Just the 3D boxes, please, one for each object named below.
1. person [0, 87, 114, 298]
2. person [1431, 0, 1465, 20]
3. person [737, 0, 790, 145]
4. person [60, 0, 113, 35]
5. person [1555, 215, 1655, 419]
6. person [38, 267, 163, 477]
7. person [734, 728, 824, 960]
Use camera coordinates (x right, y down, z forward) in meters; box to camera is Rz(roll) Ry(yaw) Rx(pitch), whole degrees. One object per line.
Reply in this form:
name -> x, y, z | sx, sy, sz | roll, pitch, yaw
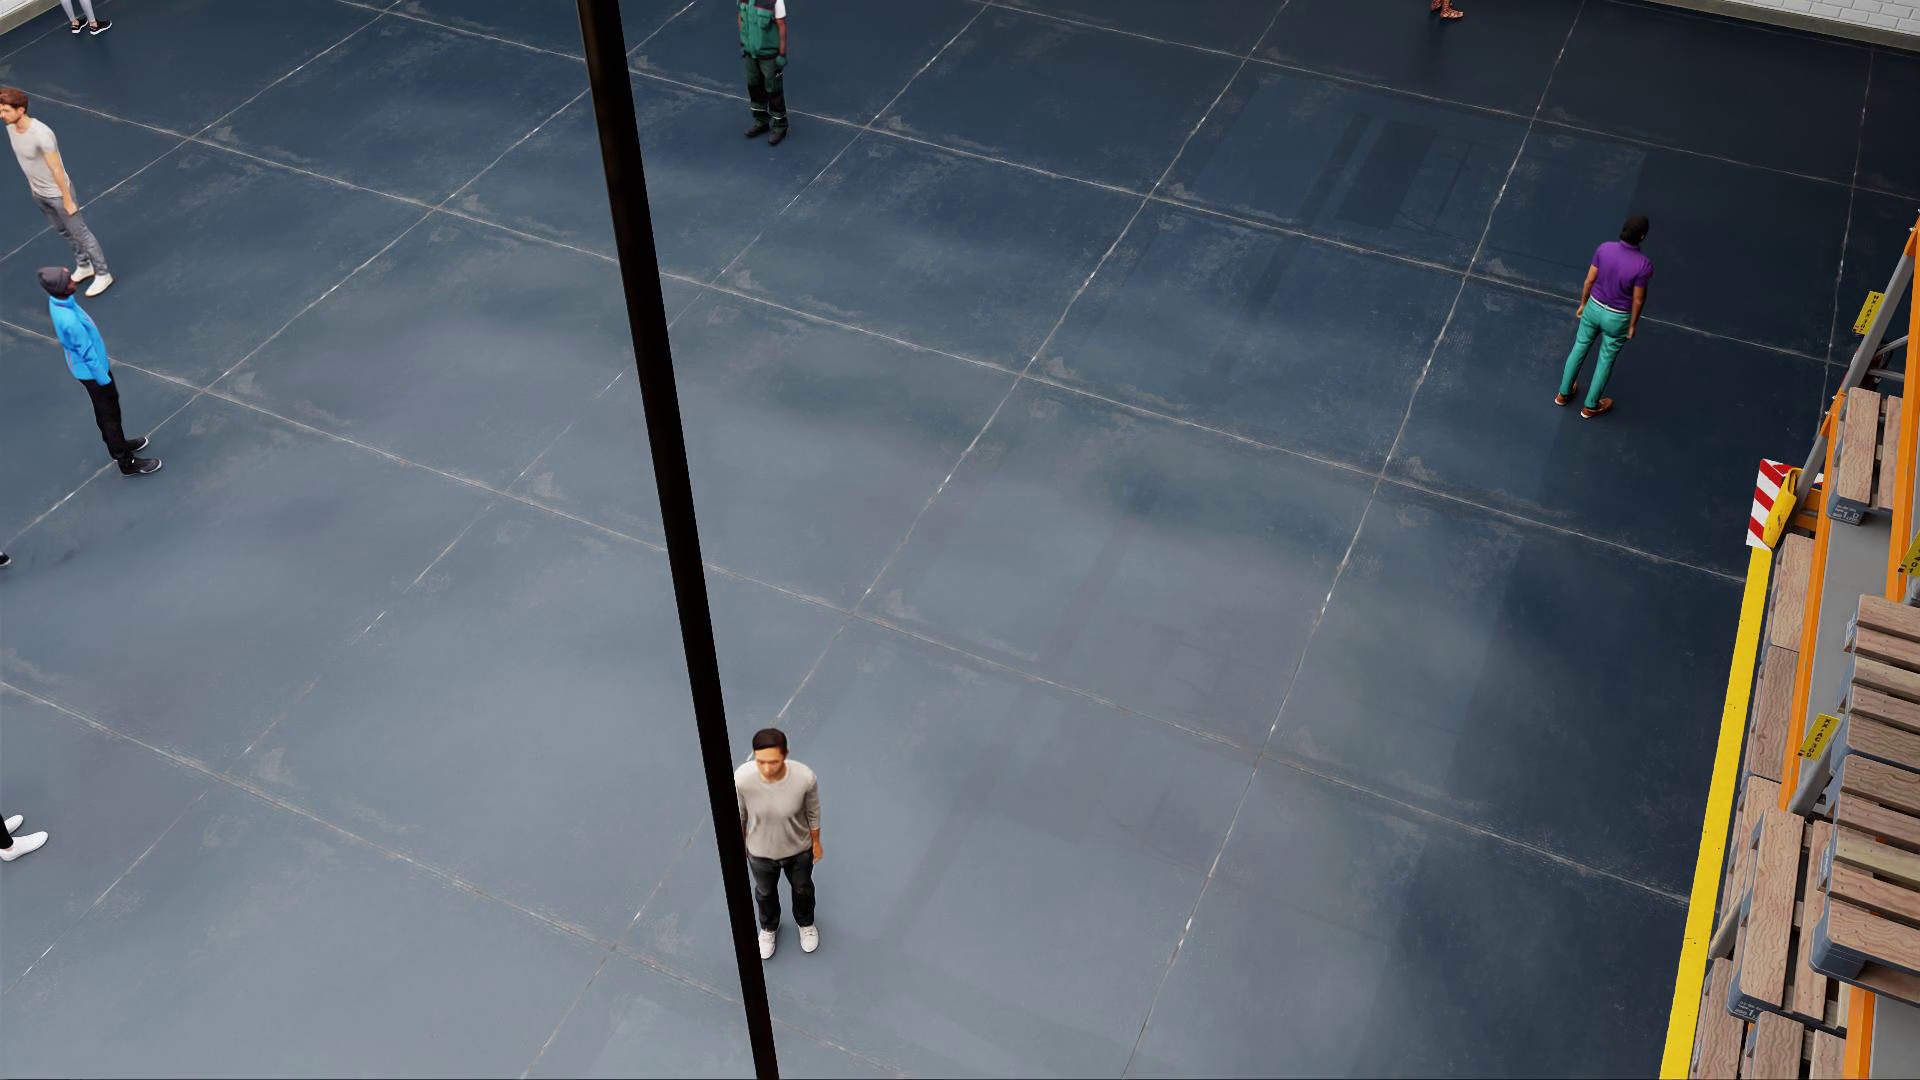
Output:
person -> -7.621, -2.951, 13.978 | 0.660, 1.895, 0.574 | 22, 48, 21
person -> 5.319, -6.447, 17.775 | 0.735, 1.718, 0.654 | -9, 44, -9
person -> -1.873, -4.666, 15.819 | 0.711, 1.839, 0.623 | 23, 48, 22
person -> -9.484, -6.184, 17.495 | 0.597, 1.724, 0.564 | 9, 44, 9
person -> 4.981, -1.736, 12.794 | 0.705, 1.768, 0.674 | 34, 53, 31
person -> -6.415, -1.254, 12.270 | 0.682, 1.794, 0.692 | -28, 50, -26
person -> -1.002, 1.654, 9.204 | 0.730, 1.812, 0.733 | -4, 44, -5
